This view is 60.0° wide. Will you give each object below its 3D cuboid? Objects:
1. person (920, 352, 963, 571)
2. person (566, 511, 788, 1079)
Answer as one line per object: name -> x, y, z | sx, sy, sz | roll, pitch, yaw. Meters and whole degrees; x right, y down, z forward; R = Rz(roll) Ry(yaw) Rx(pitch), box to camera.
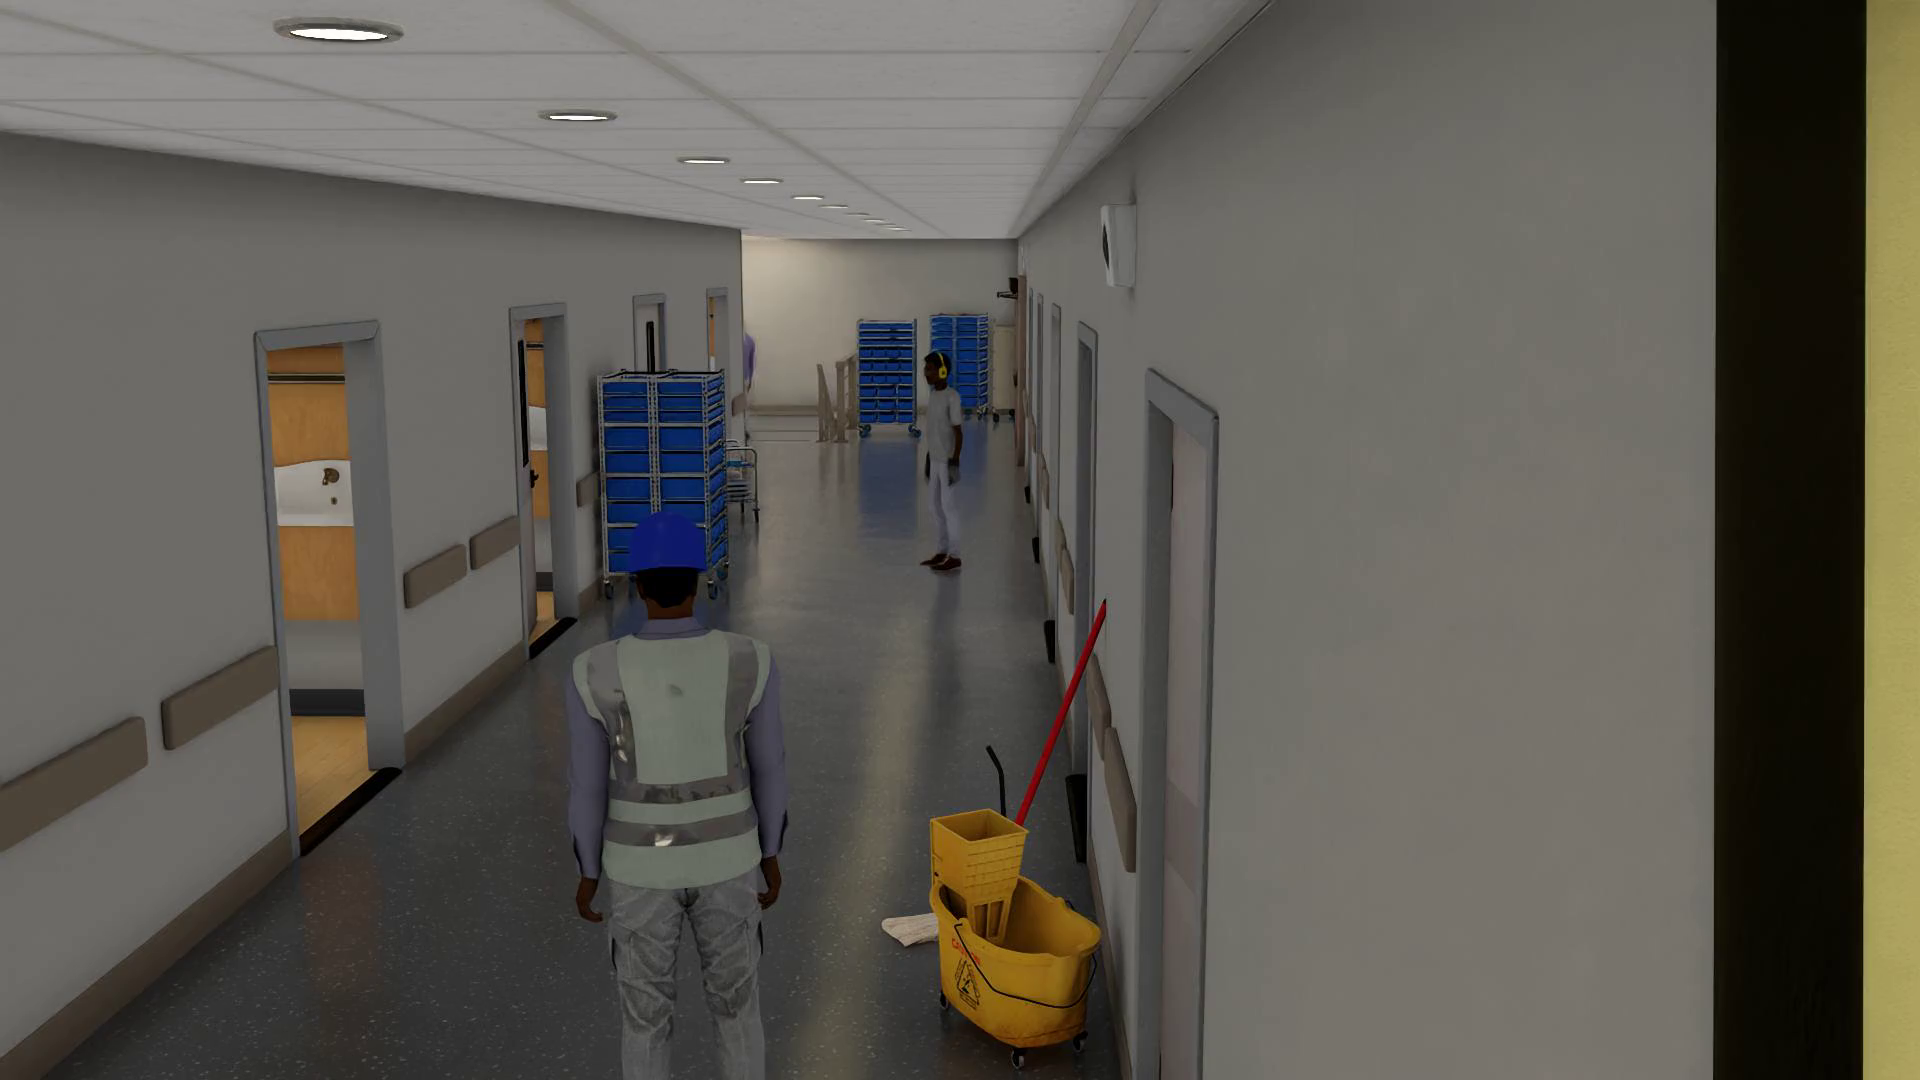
person -> -0.154, -0.672, 14.222 | 0.315, 1.870, 0.535 | -5, 11, -27
person -> -0.785, 0.886, 4.666 | 0.604, 1.938, 0.402 | -2, 10, -14
